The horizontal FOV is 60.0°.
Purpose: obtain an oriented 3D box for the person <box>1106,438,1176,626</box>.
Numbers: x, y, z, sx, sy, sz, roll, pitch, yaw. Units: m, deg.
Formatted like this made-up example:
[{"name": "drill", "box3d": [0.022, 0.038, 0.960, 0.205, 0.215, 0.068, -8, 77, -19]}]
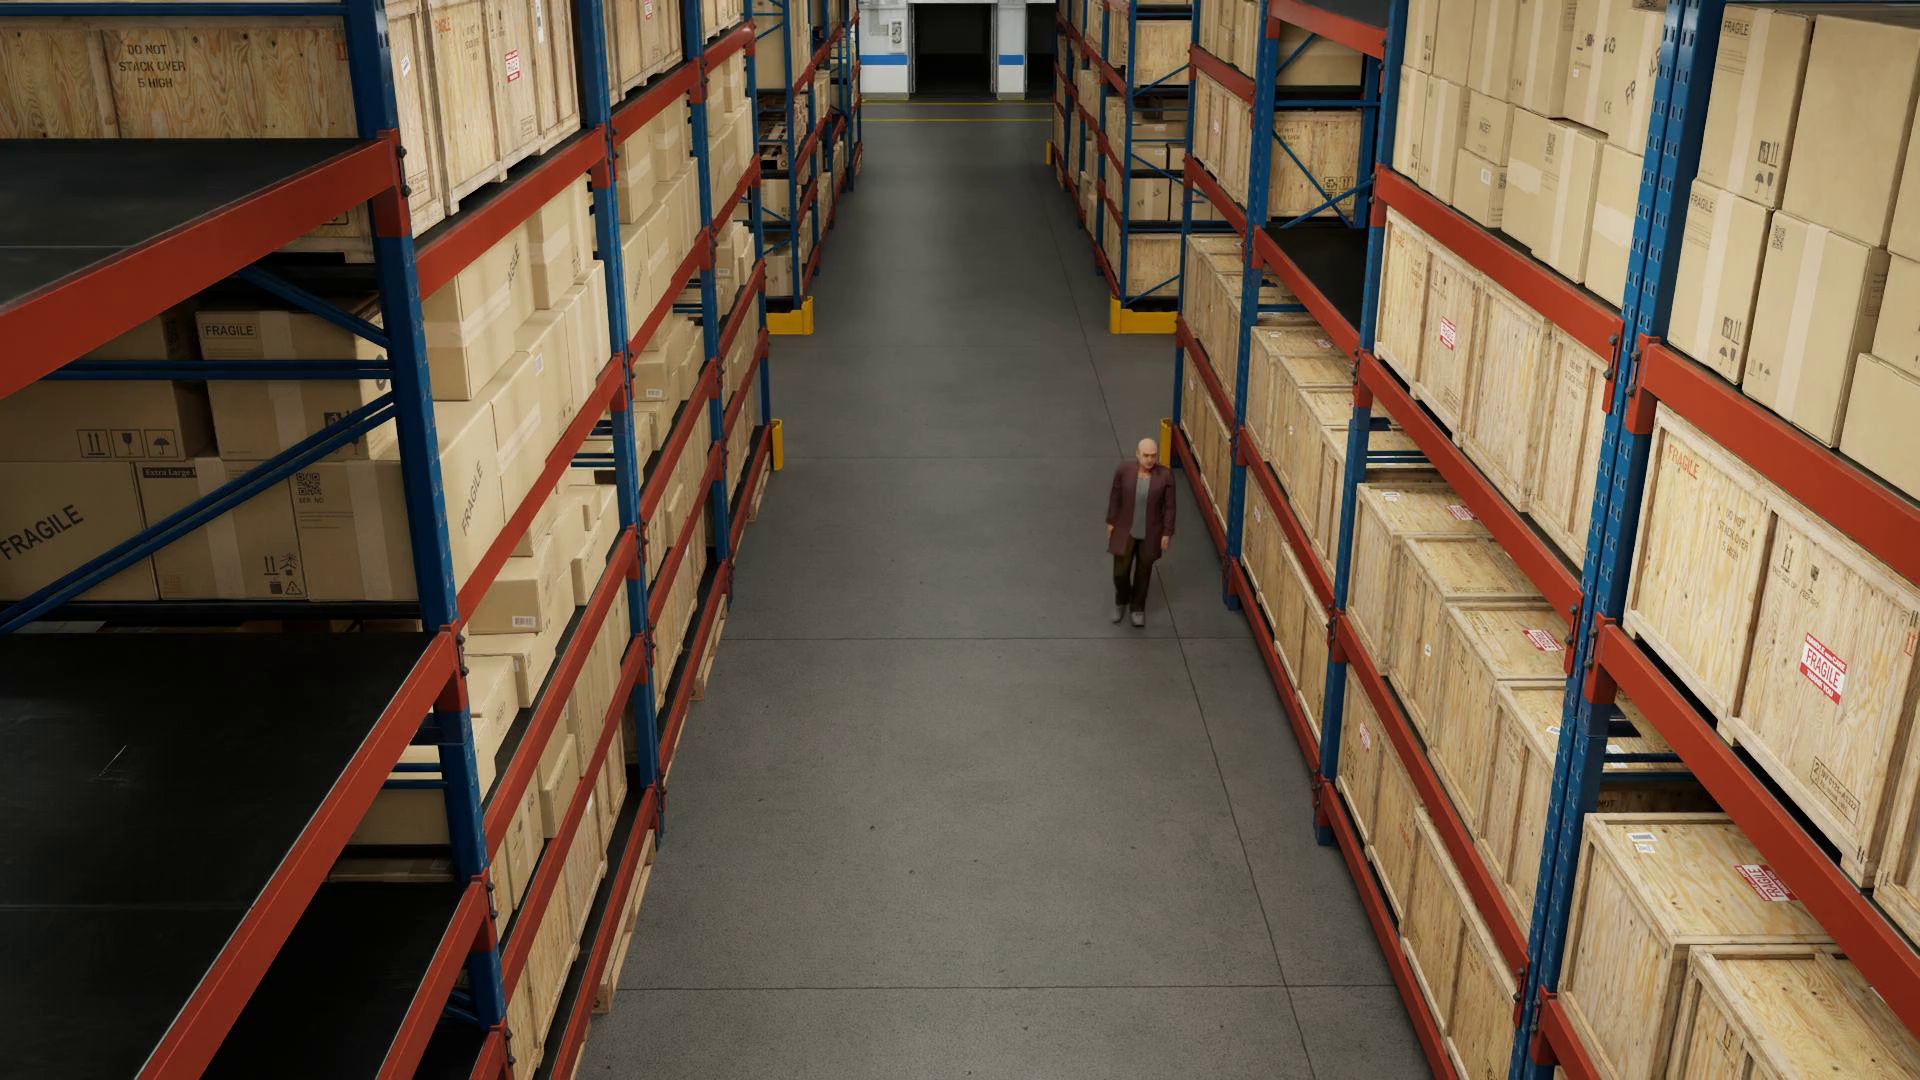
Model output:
[{"name": "person", "box3d": [1.585, -0.072, 14.634, 0.609, 1.770, 0.543, 2, 22, 5]}]
